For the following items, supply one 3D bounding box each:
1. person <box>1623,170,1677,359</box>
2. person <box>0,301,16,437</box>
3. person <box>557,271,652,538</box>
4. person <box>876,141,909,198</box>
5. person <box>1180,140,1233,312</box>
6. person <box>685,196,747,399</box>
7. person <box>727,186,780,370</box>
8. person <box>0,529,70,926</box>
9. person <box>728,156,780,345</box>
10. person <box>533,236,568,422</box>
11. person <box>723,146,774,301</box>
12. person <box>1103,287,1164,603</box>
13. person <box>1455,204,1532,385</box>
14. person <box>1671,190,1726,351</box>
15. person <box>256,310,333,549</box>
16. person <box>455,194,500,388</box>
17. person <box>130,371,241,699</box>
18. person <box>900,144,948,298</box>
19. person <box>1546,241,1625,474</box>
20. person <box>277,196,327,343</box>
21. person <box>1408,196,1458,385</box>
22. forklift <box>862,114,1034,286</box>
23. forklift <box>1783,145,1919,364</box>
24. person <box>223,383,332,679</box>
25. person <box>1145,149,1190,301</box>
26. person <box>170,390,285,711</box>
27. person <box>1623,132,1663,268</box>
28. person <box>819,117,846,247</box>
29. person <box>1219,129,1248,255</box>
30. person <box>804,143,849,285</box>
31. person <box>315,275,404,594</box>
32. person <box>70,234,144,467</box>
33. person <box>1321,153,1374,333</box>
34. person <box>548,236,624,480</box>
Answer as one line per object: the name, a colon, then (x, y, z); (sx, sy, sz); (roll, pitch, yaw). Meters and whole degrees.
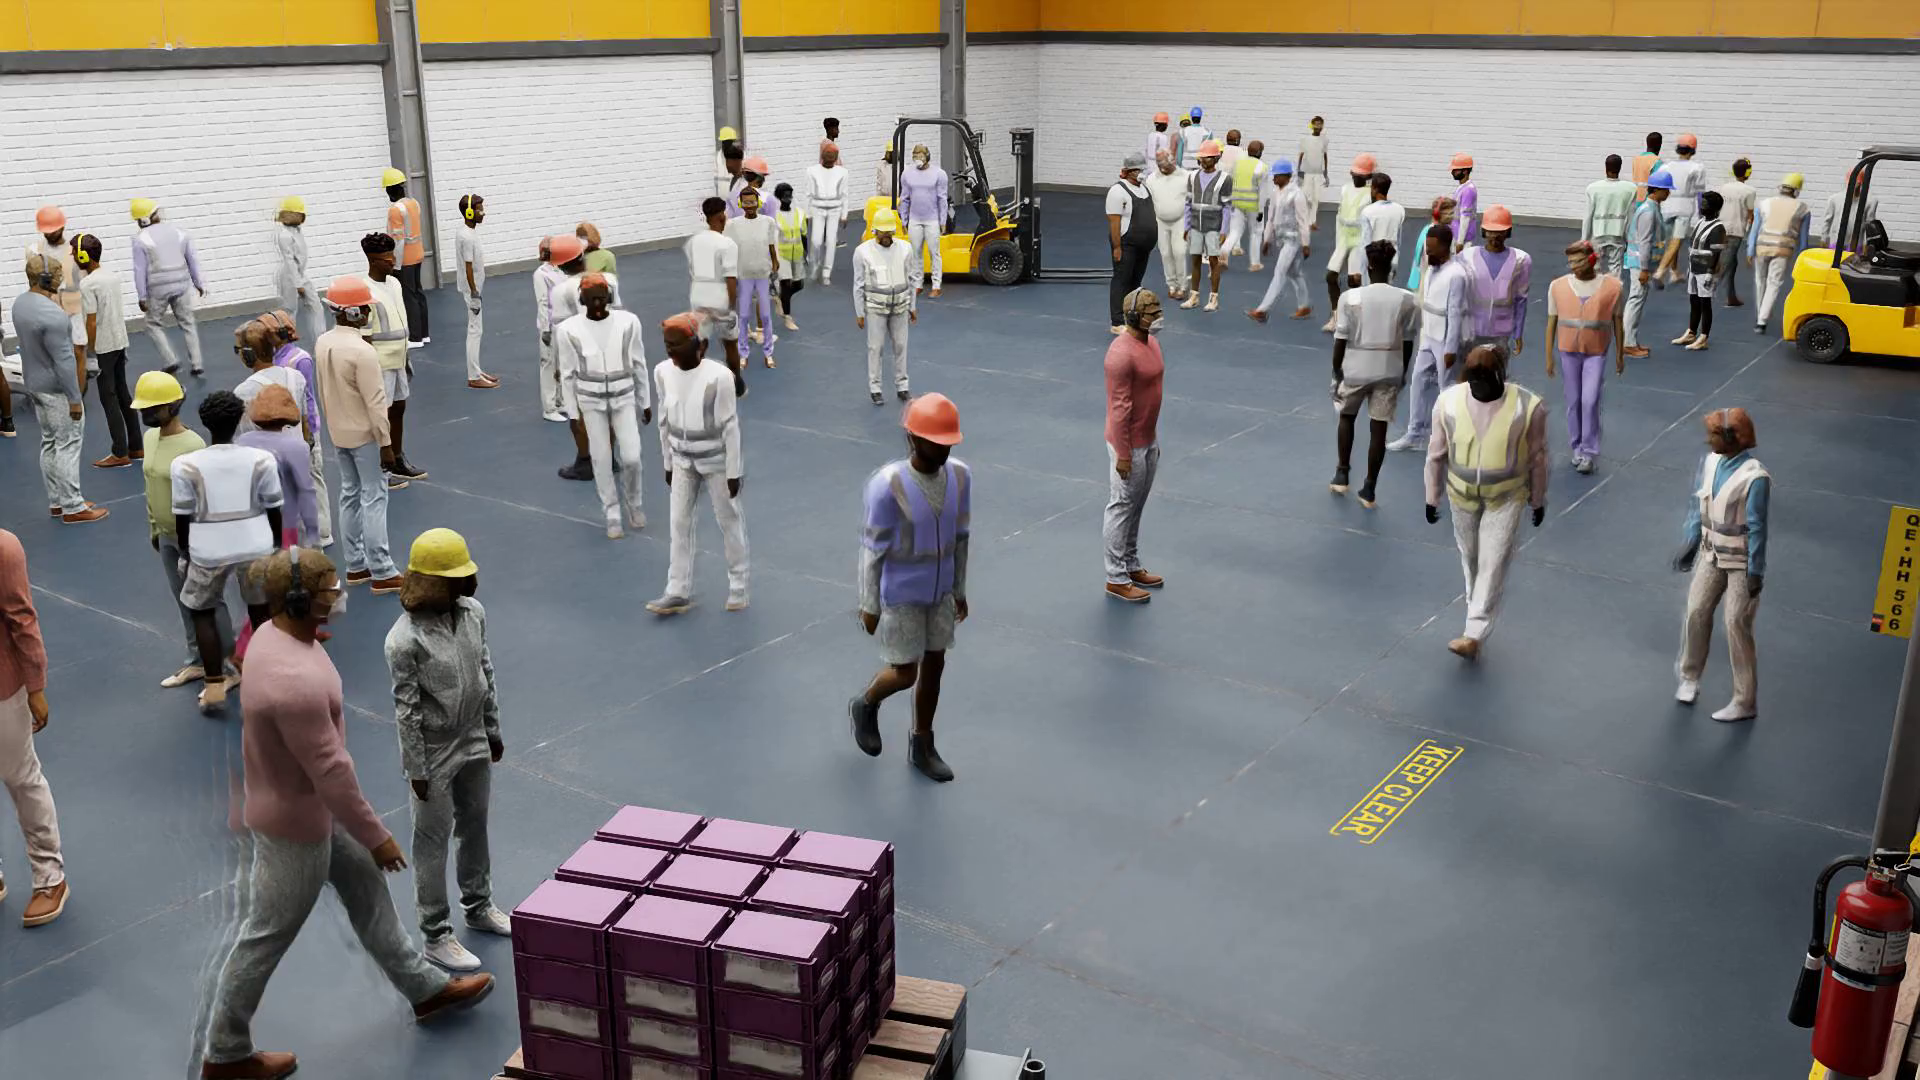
person: (7.204, -2.893, 17.460); (0.408, 1.942, 0.616); (7, 19, 22)
person: (-8.354, -1.794, 13.998); (0.376, 1.959, 0.600); (11, 21, 32)
person: (-2.419, -0.918, 11.409); (0.601, 1.867, 0.407); (-5, 18, -14)
person: (-0.969, -4.849, 23.906); (0.487, 1.744, 0.298); (3, 18, 10)
person: (2.971, -3.790, 20.107); (0.608, 2.044, 0.370); (12, 21, 34)
person: (-2.277, -2.172, 15.272); (0.609, 1.921, 0.939); (9, 20, 26)
person: (-2.086, -2.650, 16.848); (0.515, 1.863, 0.349); (-4, 18, -11)
person: (-3.913, 0.587, 6.525); (0.630, 1.980, 0.412); (-2, 18, -7)
person: (-2.215, -3.143, 18.113); (0.609, 2.032, 0.410); (10, 20, 29)
person: (-3.600, -1.881, 14.791); (0.310, 1.636, 0.523); (3, 18, 11)
person: (-2.780, -3.910, 20.680); (0.998, 1.909, 0.622); (-9, 20, -27)
person: (1.085, -0.592, 10.276); (0.372, 1.940, 0.630); (8, 19, 22)
person: (4.328, -1.725, 13.649); (0.610, 2.042, 0.396); (3, 18, 10)
person: (7.968, -2.888, 17.848); (0.318, 1.697, 0.533); (-1, 18, -3)
person: (-4.499, -0.741, 11.237); (0.519, 1.631, 0.325); (13, 22, 35)
person: (-4.675, -2.391, 16.035); (0.325, 1.861, 0.512); (-6, 19, -17)
person: (-4.113, -0.025, 8.781); (0.533, 1.766, 0.316); (11, 21, 32)
person: (-0.460, -4.041, 21.083); (0.636, 1.930, 0.375); (6, 19, 17)
person: (4.890, -1.430, 13.110); (0.623, 1.800, 0.759); (9, 20, 27)
person: (-6.747, -2.674, 17.134); (0.739, 1.710, 0.507); (0, 18, 1)
person: (4.602, -2.417, 16.158); (0.471, 1.828, 0.588); (8, 20, 24)
forklift: (-0.171, -4.594, 22.377); (2.313, 2.155, 1.214); (1, 18, 3)
forklift: (9.803, -2.879, 17.013); (2.313, 2.155, 1.214); (12, 21, 33)
person: (-3.810, -0.044, 9.134); (0.522, 1.591, 0.828); (8, 19, 23)
person: (2.621, -3.949, 20.895); (0.685, 1.868, 0.753); (6, 19, 18)
person: (-3.757, 0.070, 8.613); (0.553, 1.682, 0.355); (-11, 21, -30)
person: (9.552, -4.724, 23.248); (0.397, 1.911, 0.587); (-3, 18, -10)
person: (-1.979, -5.509, 25.607); (0.361, 1.965, 0.613); (-4, 18, -14)
person: (4.042, -5.190, 24.832); (0.629, 1.836, 0.429); (13, 22, 35)
person: (-1.762, -4.304, 22.012); (0.598, 1.860, 0.405); (-3, 18, -8)
person: (-3.724, -0.649, 10.360); (0.622, 1.993, 0.381); (14, 23, 38)
person: (-6.823, -1.505, 13.273); (0.345, 1.857, 0.524); (0, 18, 1)
person: (4.318, -3.281, 18.556); (0.579, 2.013, 0.636); (-10, 20, -29)
person: (-2.883, -1.406, 12.904); (0.662, 1.896, 0.381); (-10, 20, -29)
